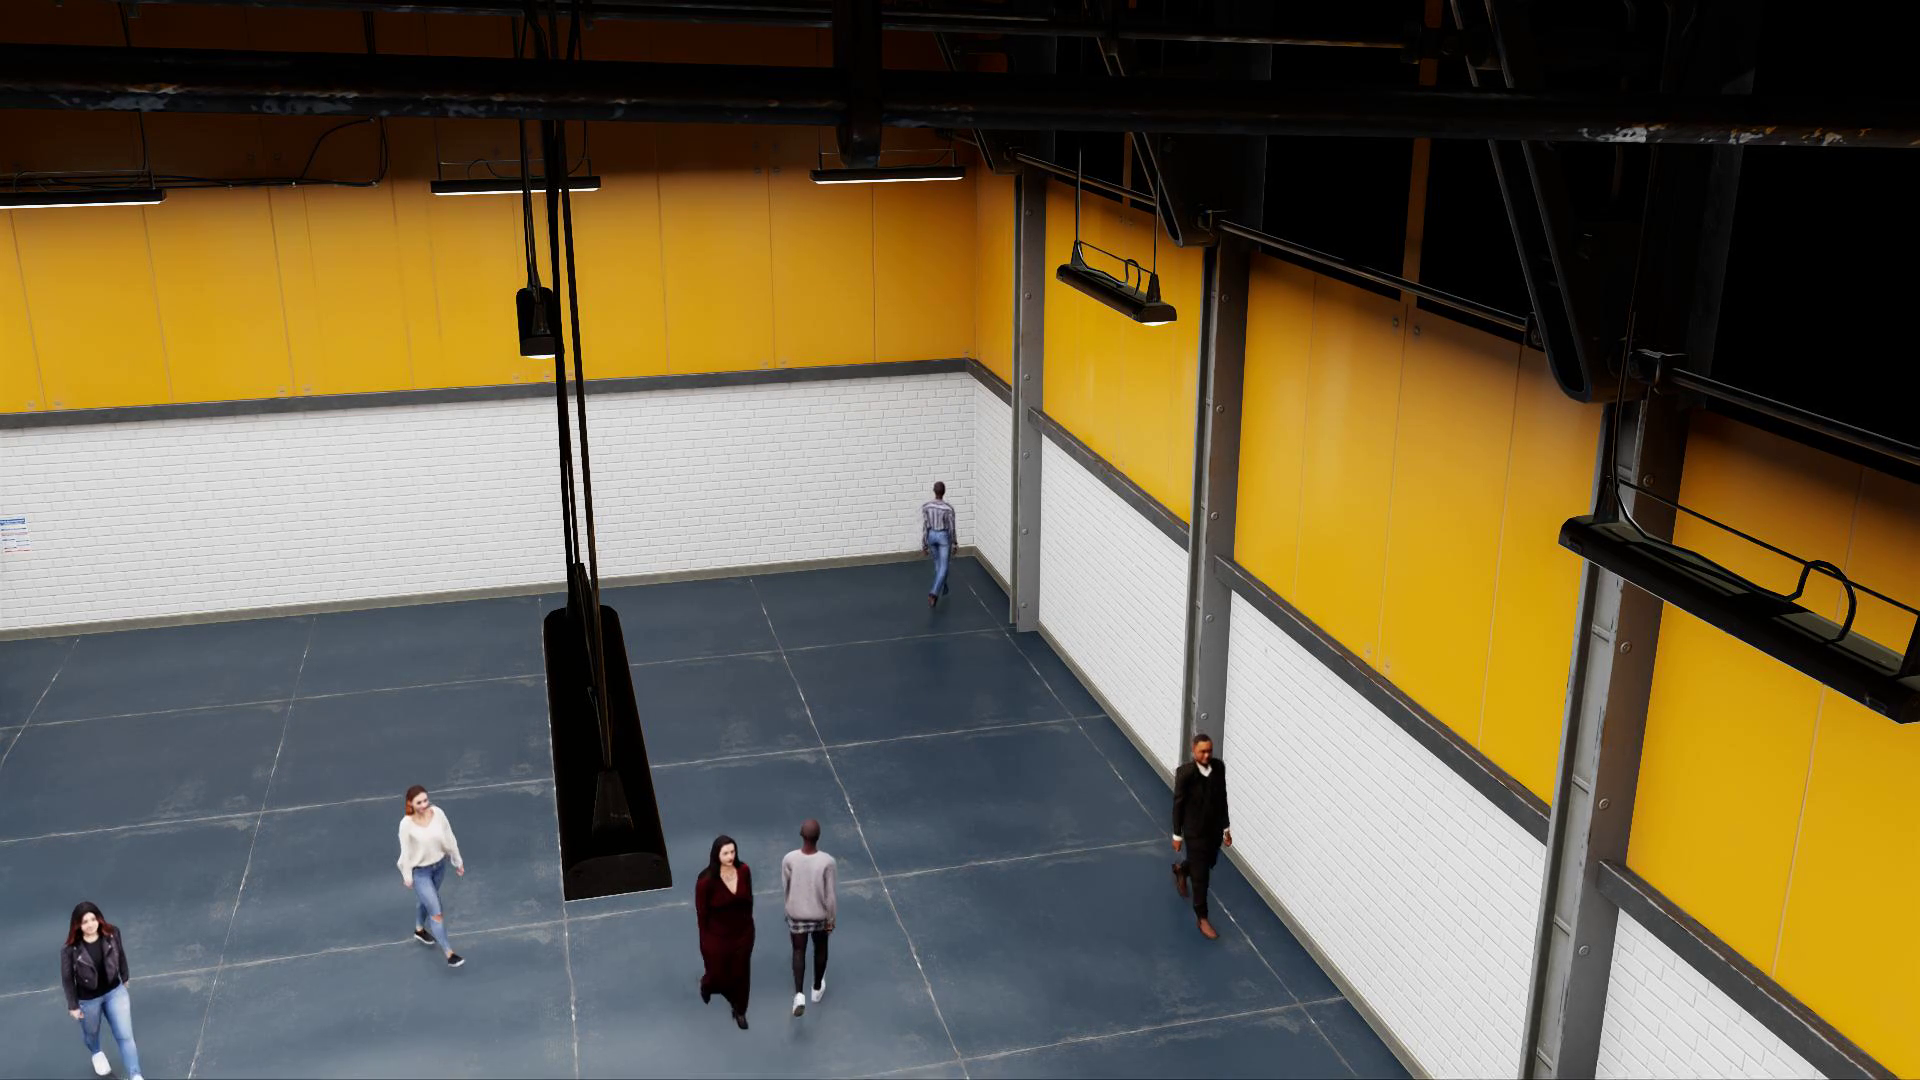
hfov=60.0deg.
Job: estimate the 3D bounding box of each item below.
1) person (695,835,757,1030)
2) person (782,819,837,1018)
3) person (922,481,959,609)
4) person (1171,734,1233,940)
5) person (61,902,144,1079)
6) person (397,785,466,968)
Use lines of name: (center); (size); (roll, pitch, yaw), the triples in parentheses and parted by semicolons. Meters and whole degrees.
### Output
person: (-1.970, 3.205, 13.711); (0.814, 1.745, 0.890); (-13, 23, -34)
person: (-1.271, 3.156, 13.838); (0.807, 1.758, 1.036); (1, 19, 4)
person: (-0.302, 0.095, 22.920); (1.030, 1.762, 1.211); (6, 19, 17)
person: (2.183, 2.621, 15.242); (0.830, 1.875, 1.262); (-8, 20, -23)
person: (-6.742, 3.542, 12.959); (0.992, 1.587, 1.214); (-17, 25, -41)
person: (-4.747, 2.921, 14.717); (1.193, 1.642, 1.022); (16, 24, 39)
